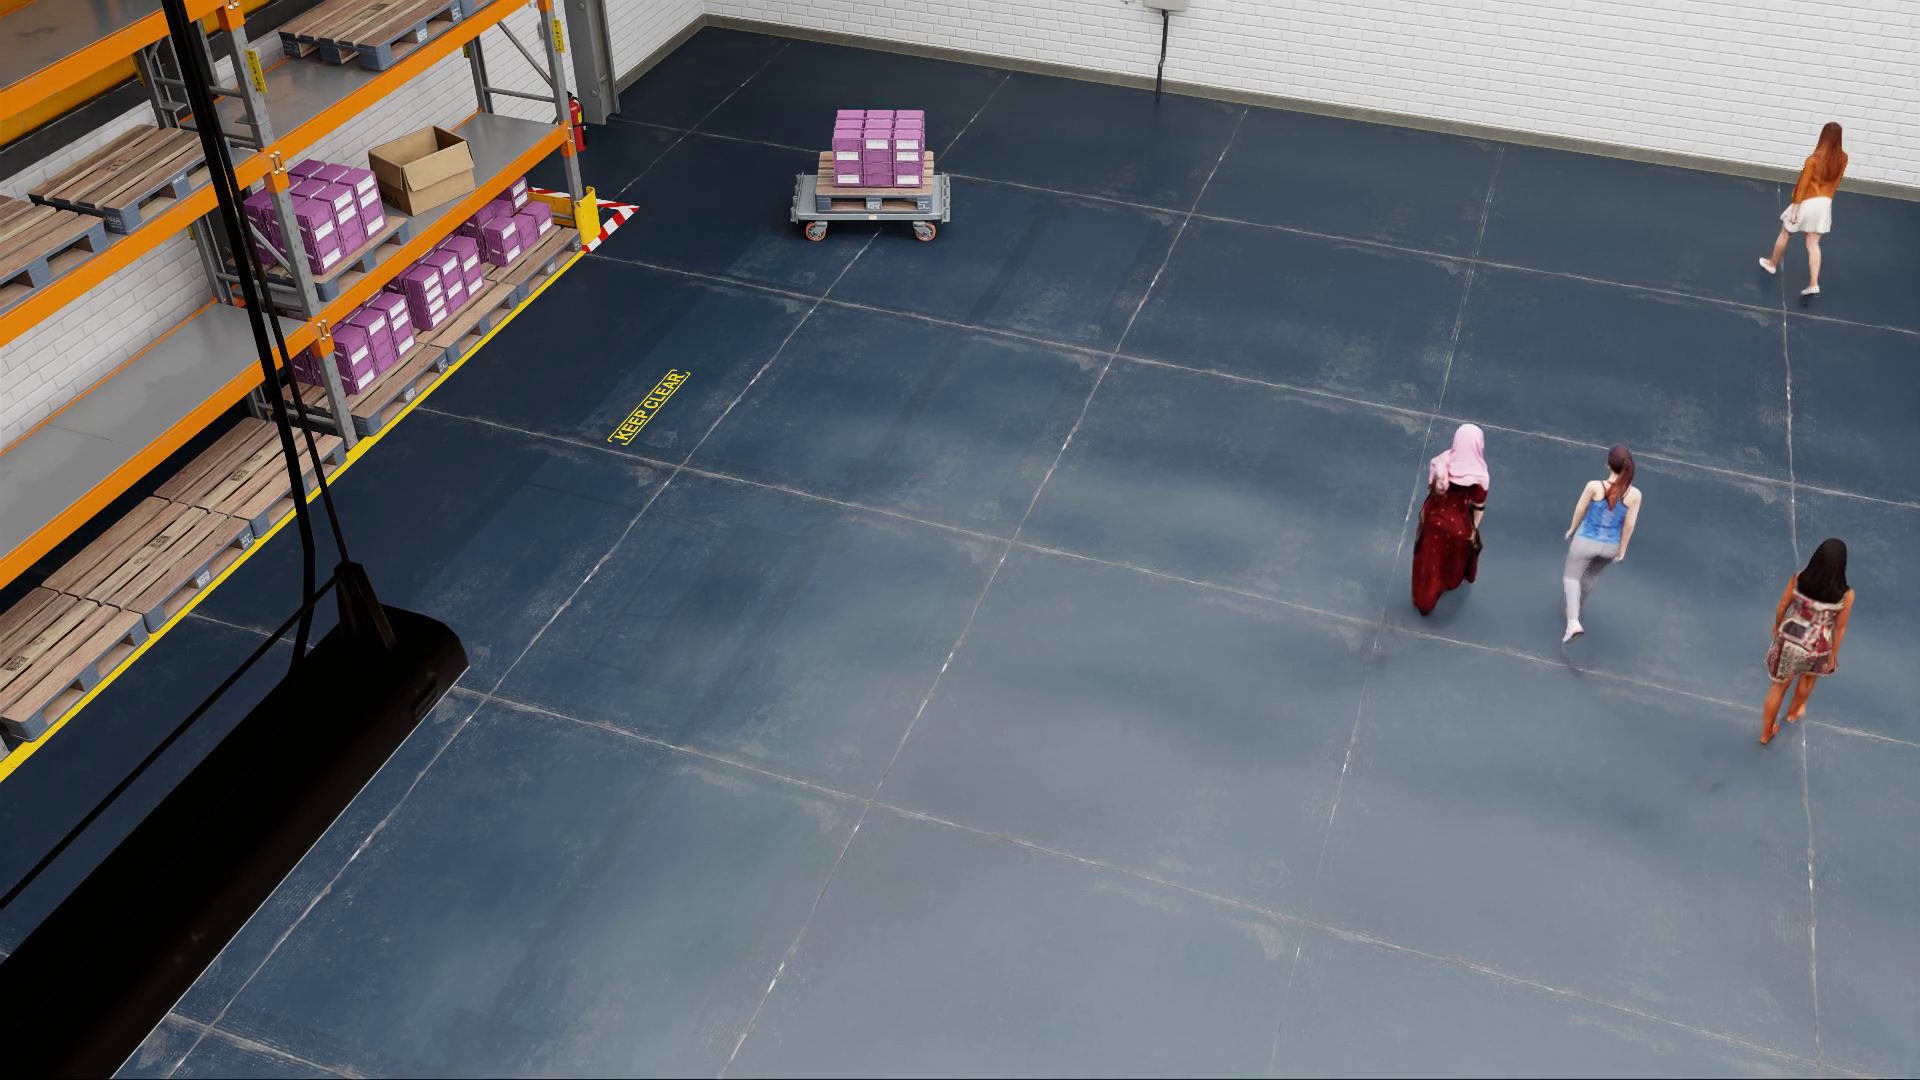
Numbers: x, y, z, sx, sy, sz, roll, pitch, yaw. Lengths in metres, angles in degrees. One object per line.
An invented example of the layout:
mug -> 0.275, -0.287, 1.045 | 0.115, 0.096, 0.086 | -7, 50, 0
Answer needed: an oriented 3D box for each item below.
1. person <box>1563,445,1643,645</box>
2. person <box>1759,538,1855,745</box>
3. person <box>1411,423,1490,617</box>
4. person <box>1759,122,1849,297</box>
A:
person -> 4.637, 0.071, 12.106 | 0.630, 1.586, 0.961 | 8, 39, 10
person -> 5.658, 0.739, 11.243 | 0.773, 1.620, 0.880 | 28, 46, 30
person -> 3.591, -0.121, 12.304 | 0.746, 1.638, 0.952 | 20, 43, 23
person -> 8.286, -3.169, 16.083 | 0.881, 1.686, 1.180 | -1, 39, -1
